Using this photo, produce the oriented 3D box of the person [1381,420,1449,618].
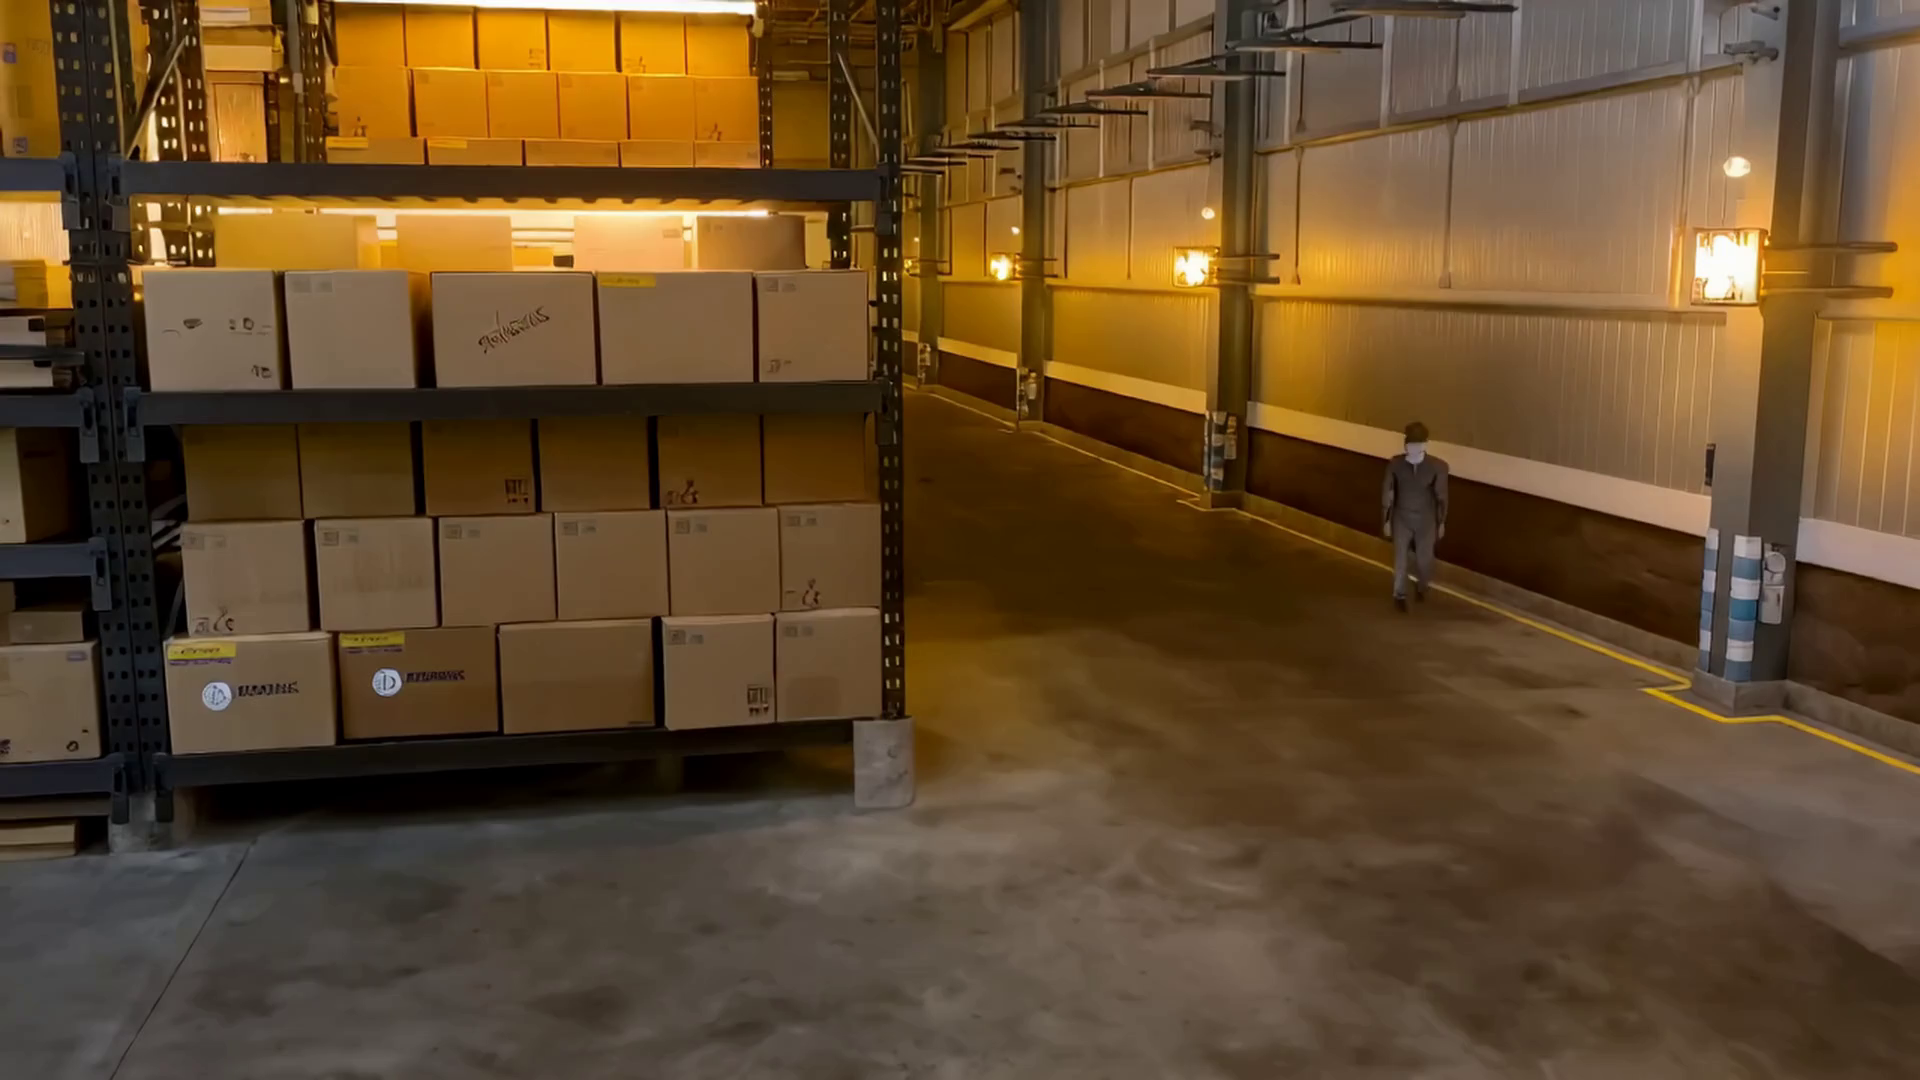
[{"bbox_3d":[3.975,-0.203,14.547,0.584,1.726,0.639,3,10,18],"label":"person"}]
